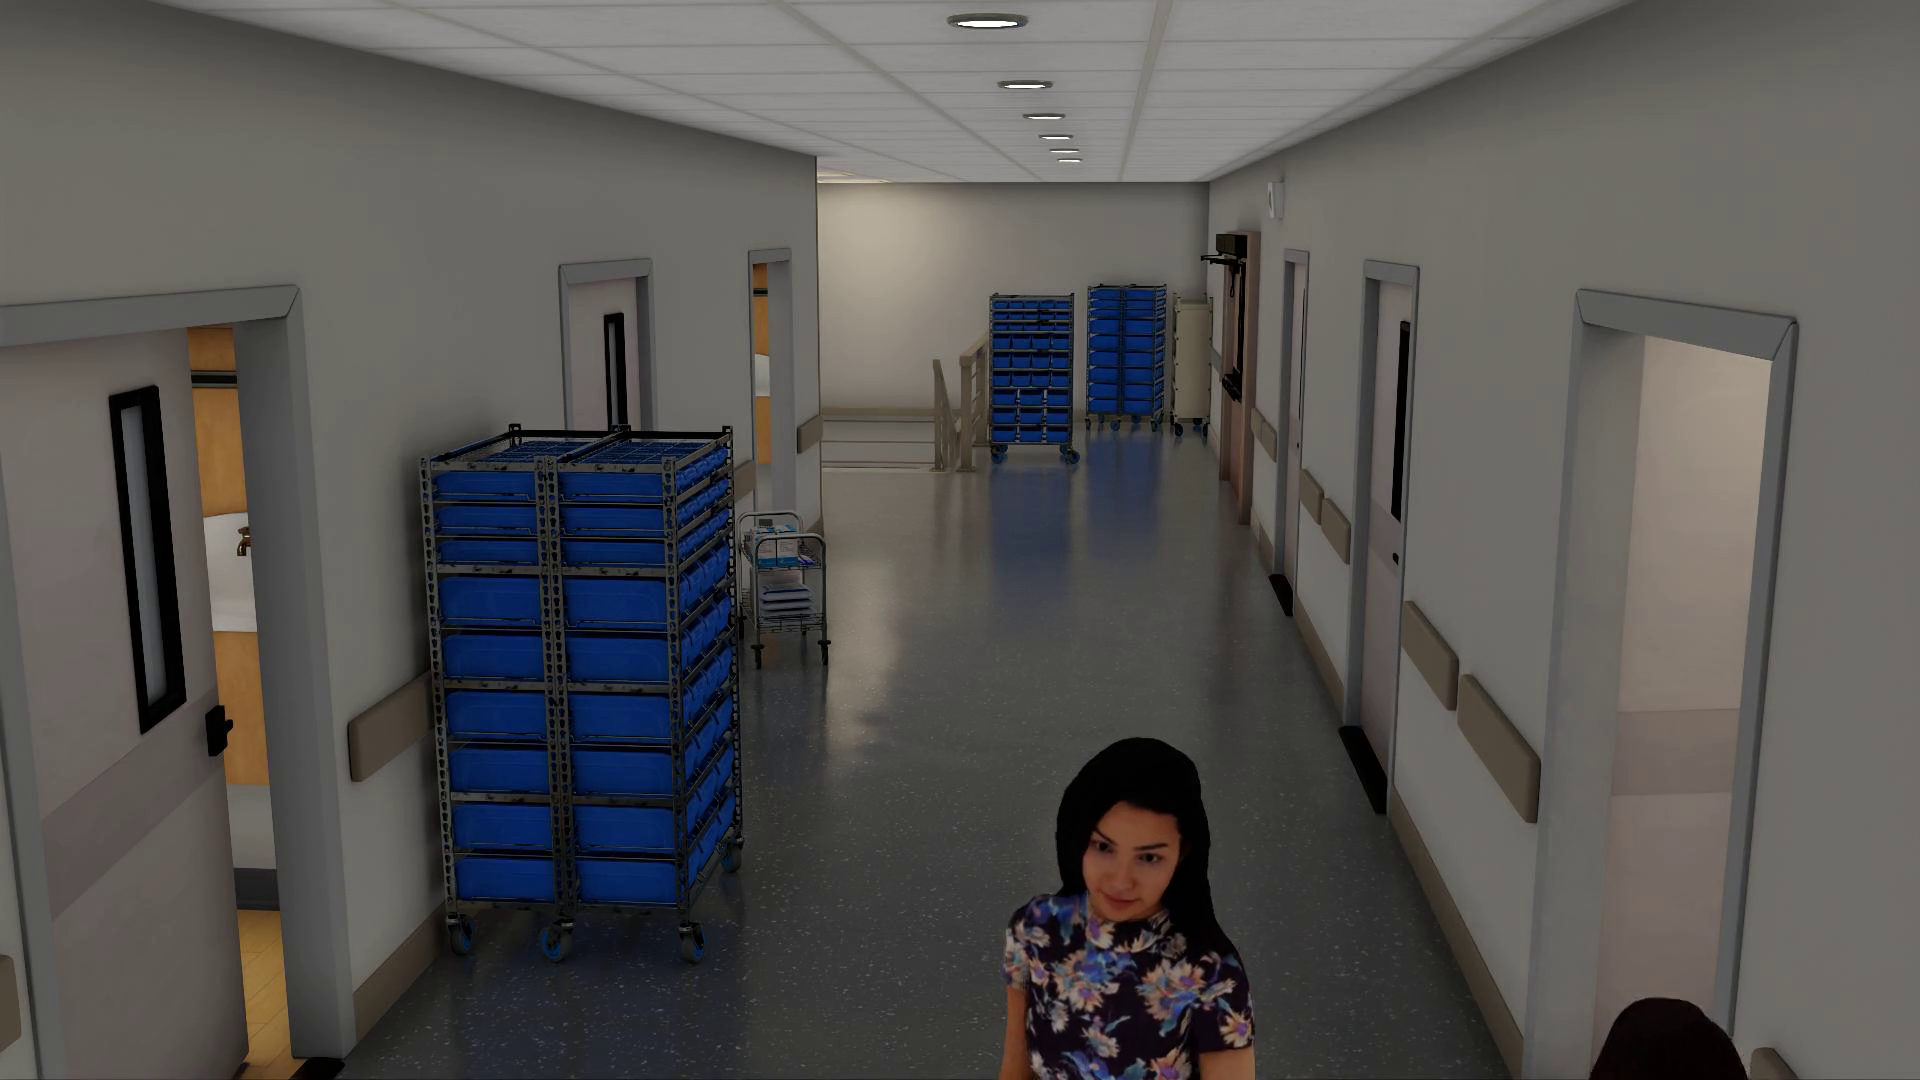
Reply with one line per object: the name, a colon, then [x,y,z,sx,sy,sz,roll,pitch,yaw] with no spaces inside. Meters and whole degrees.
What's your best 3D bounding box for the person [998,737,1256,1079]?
person: [0.300,1.136,2.644,0.889,1.720,1.027,8,14,38]
